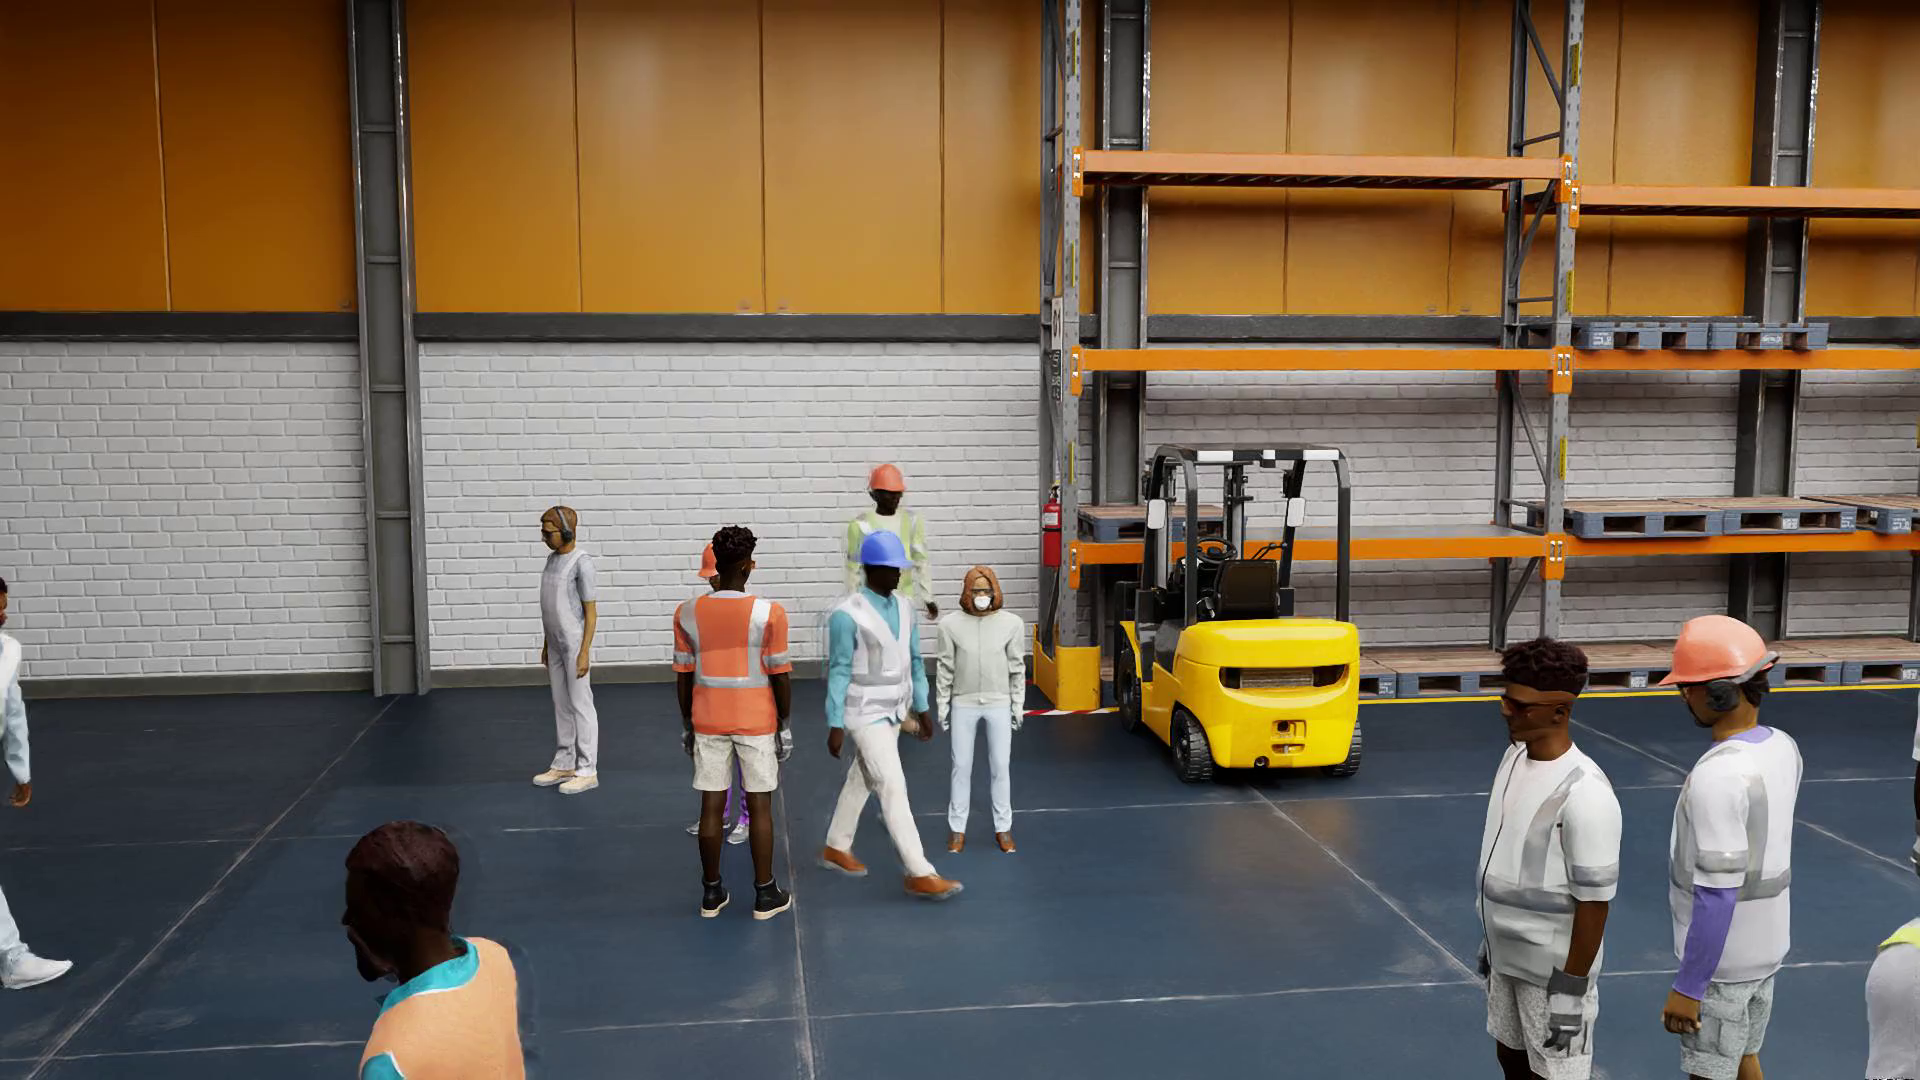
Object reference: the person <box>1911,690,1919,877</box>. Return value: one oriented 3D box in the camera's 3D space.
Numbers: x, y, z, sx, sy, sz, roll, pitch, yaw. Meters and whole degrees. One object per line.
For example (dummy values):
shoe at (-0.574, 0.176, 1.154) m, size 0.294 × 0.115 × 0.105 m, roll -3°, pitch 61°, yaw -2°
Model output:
person at (3.946, 1.124, 6.330) m, size 0.604 × 1.960 × 0.372 m, roll 1°, pitch 7°, yaw 9°

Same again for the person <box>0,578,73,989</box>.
person at (-4.469, 1.060, 7.387) m, size 1.023 × 1.868 × 0.643 m, roll 1°, pitch 7°, yaw 10°

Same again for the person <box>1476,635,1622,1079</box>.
person at (1.761, 1.262, 5.093) m, size 0.367 × 1.967 × 0.606 m, roll -1°, pitch 7°, yaw -7°

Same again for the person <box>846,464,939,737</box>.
person at (-0.547, 0.416, 12.446) m, size 0.612 × 1.996 × 1.086 m, roll -5°, pitch 8°, yaw -36°

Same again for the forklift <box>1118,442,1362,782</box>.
forklift at (1.912, 0.418, 11.496) m, size 1.214 × 2.155 × 2.313 m, roll -1°, pitch 7°, yaw -8°

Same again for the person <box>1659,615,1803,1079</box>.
person at (2.282, 1.236, 5.027) m, size 0.385 × 2.035 × 0.605 m, roll 6°, pitch 9°, yaw 41°

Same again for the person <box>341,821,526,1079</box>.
person at (-1.155, 1.500, 3.429) m, size 1.003 × 1.862 × 0.623 m, roll 0°, pitch 7°, yaw -3°

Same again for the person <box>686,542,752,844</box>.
person at (-1.349, 0.860, 9.571) m, size 0.561 × 1.743 × 0.335 m, roll 5°, pitch 8°, yaw 39°

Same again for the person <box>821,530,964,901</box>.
person at (-0.393, 0.890, 8.672) m, size 0.987 × 1.894 × 0.632 m, roll 4°, pitch 8°, yaw 34°

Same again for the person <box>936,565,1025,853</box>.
person at (0.116, 0.947, 9.336) m, size 0.502 × 1.627 × 0.272 m, roll 0°, pitch 7°, yaw -2°

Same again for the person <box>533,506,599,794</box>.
person at (-2.515, 0.692, 10.638) m, size 0.344 × 1.839 × 0.504 m, roll -6°, pitch 9°, yaw -44°

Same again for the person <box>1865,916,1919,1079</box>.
person at (2.327, 1.490, 3.732) m, size 0.666 × 1.823 × 0.466 m, roll -1°, pitch 7°, yaw -6°

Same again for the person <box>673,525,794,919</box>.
person at (-1.112, 0.901, 8.255) m, size 0.602 × 1.966 × 0.368 m, roll 1°, pitch 7°, yaw 10°
